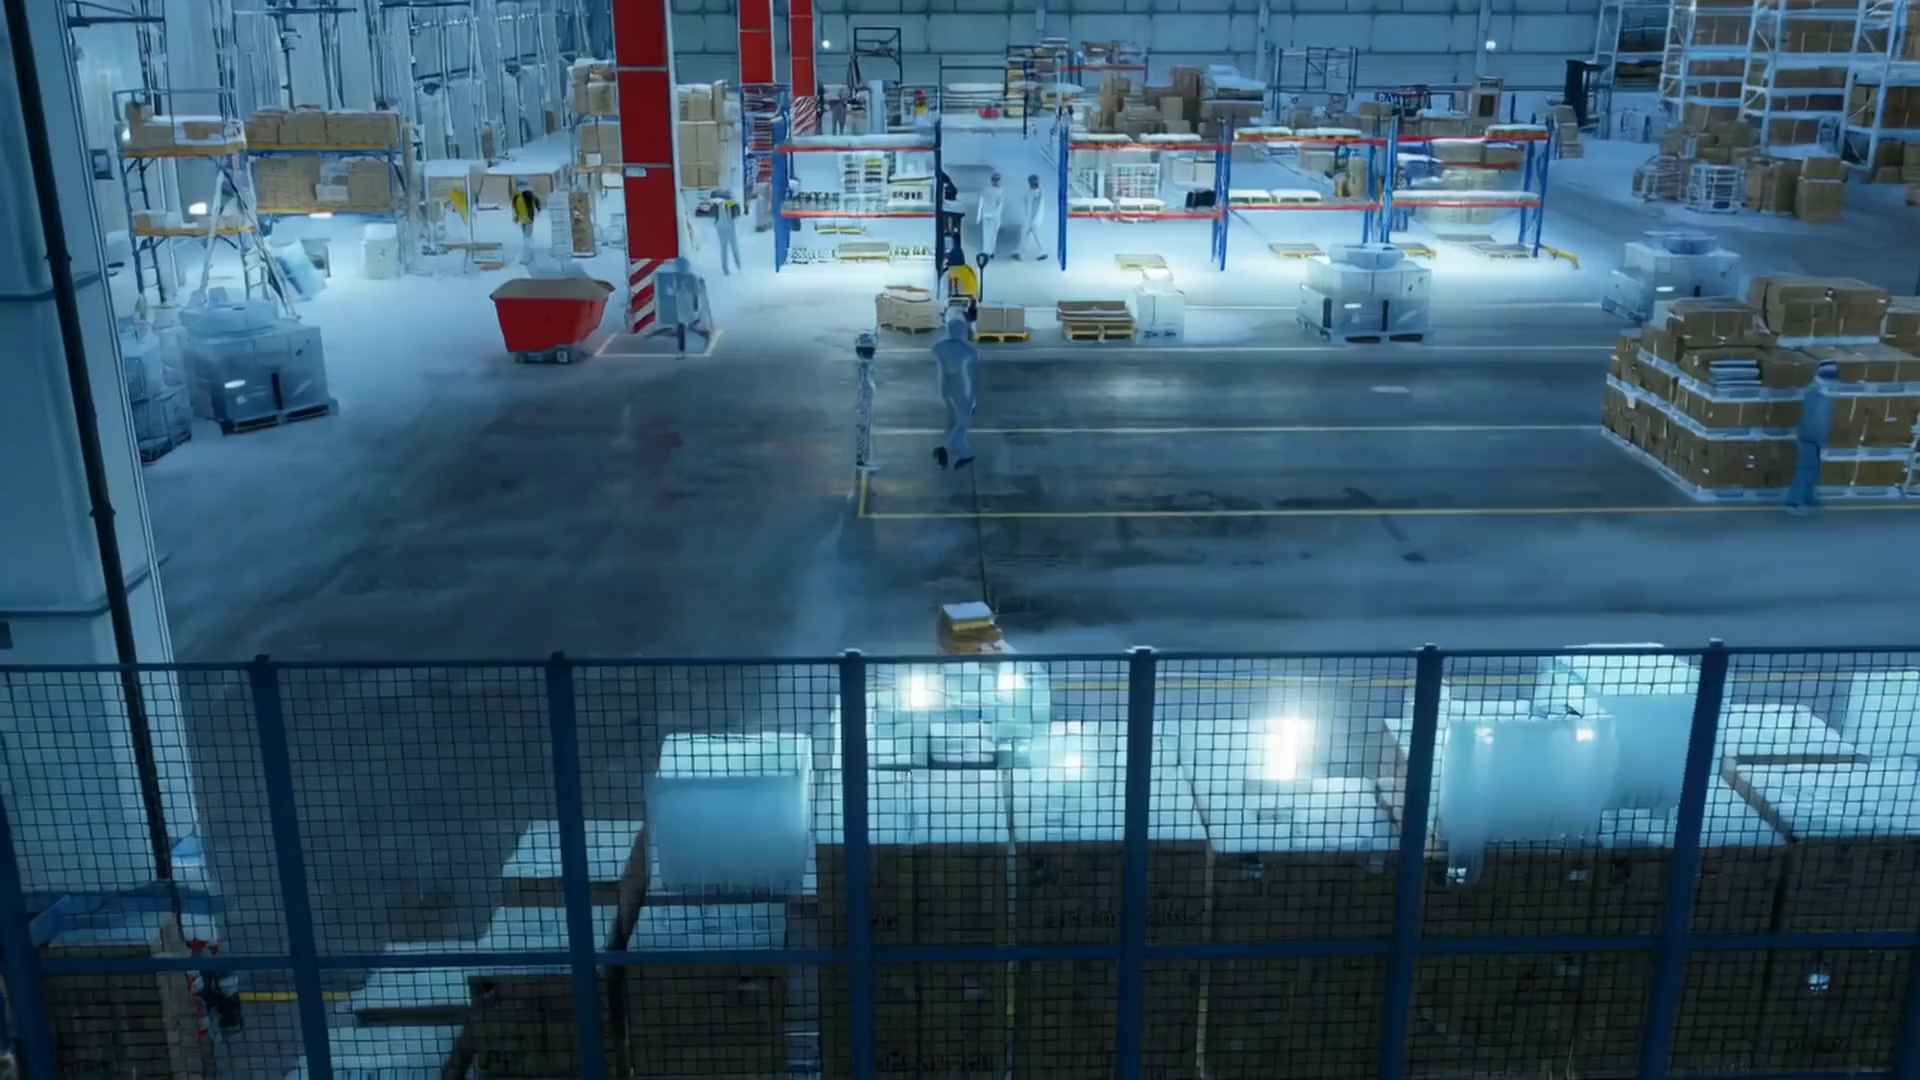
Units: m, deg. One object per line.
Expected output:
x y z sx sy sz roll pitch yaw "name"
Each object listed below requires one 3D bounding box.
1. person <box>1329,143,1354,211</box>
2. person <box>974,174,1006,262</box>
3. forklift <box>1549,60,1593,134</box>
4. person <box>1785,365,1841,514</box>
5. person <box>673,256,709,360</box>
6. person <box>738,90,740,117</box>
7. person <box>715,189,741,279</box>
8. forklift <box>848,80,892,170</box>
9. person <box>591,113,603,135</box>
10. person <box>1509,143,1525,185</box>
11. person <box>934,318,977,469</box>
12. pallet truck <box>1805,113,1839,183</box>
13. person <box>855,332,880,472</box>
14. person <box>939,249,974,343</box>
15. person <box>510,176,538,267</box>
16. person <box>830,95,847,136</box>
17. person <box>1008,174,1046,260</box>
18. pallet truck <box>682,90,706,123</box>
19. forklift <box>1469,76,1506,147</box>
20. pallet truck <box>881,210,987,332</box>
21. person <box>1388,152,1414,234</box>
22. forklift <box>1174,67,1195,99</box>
10.135 -9.701 44.135 0.597 1.915 0.370 16 24 39 "person"
0.651 -7.057 36.370 0.718 1.855 0.993 4 19 10 "person"
24.397 -17.645 66.217 1.873 2.768 1.129 0 19 -1 "forklift"
9.836 -1.136 18.972 0.653 1.744 0.548 1 19 3 "person"
-4.387 -3.765 26.878 0.545 1.680 0.565 14 23 35 "person"
-8.522 -16.840 65.367 0.355 1.883 0.574 7 20 21 "person"
-4.774 -6.331 34.315 0.521 1.796 0.925 0 19 -1 "person"
-2.644 -13.227 53.109 1.873 2.768 1.129 -1 19 -1 "forklift"
-14.356 -16.835 65.729 0.513 1.638 0.313 5 19 16 "person"
15.098 -10.129 45.451 0.557 1.901 0.957 0 19 -1 "person"
-0.096 -1.800 20.702 0.638 1.914 0.717 14 23 36 "person"
26.403 -11.957 50.702 0.823 1.965 1.885 6 19 16 "pallet truck"
-1.152 -1.732 20.760 0.316 1.742 0.492 -3 19 -8 "person"
-0.037 -3.737 26.594 0.635 1.818 0.723 -15 24 -37 "person"
-9.381 -6.799 35.546 0.797 1.895 0.696 7 20 20 "person"
-4.392 -15.090 60.087 0.627 1.941 0.373 -4 19 -12 "person"
1.526 -7.003 36.175 0.982 1.886 0.634 -14 23 -35 "person"
-9.671 -15.907 62.421 0.823 1.965 1.885 5 19 15 "pallet truck"
17.525 -14.064 55.594 1.129 2.768 1.873 -1 19 -1 "forklift"
-0.493 -4.759 29.349 1.885 1.965 0.823 -13 23 -34 "pallet truck"
10.625 -8.359 40.101 0.653 1.957 0.444 -16 24 -39 "person"
8.189 -15.896 61.028 1.873 2.768 1.129 14 23 36 "forklift"
